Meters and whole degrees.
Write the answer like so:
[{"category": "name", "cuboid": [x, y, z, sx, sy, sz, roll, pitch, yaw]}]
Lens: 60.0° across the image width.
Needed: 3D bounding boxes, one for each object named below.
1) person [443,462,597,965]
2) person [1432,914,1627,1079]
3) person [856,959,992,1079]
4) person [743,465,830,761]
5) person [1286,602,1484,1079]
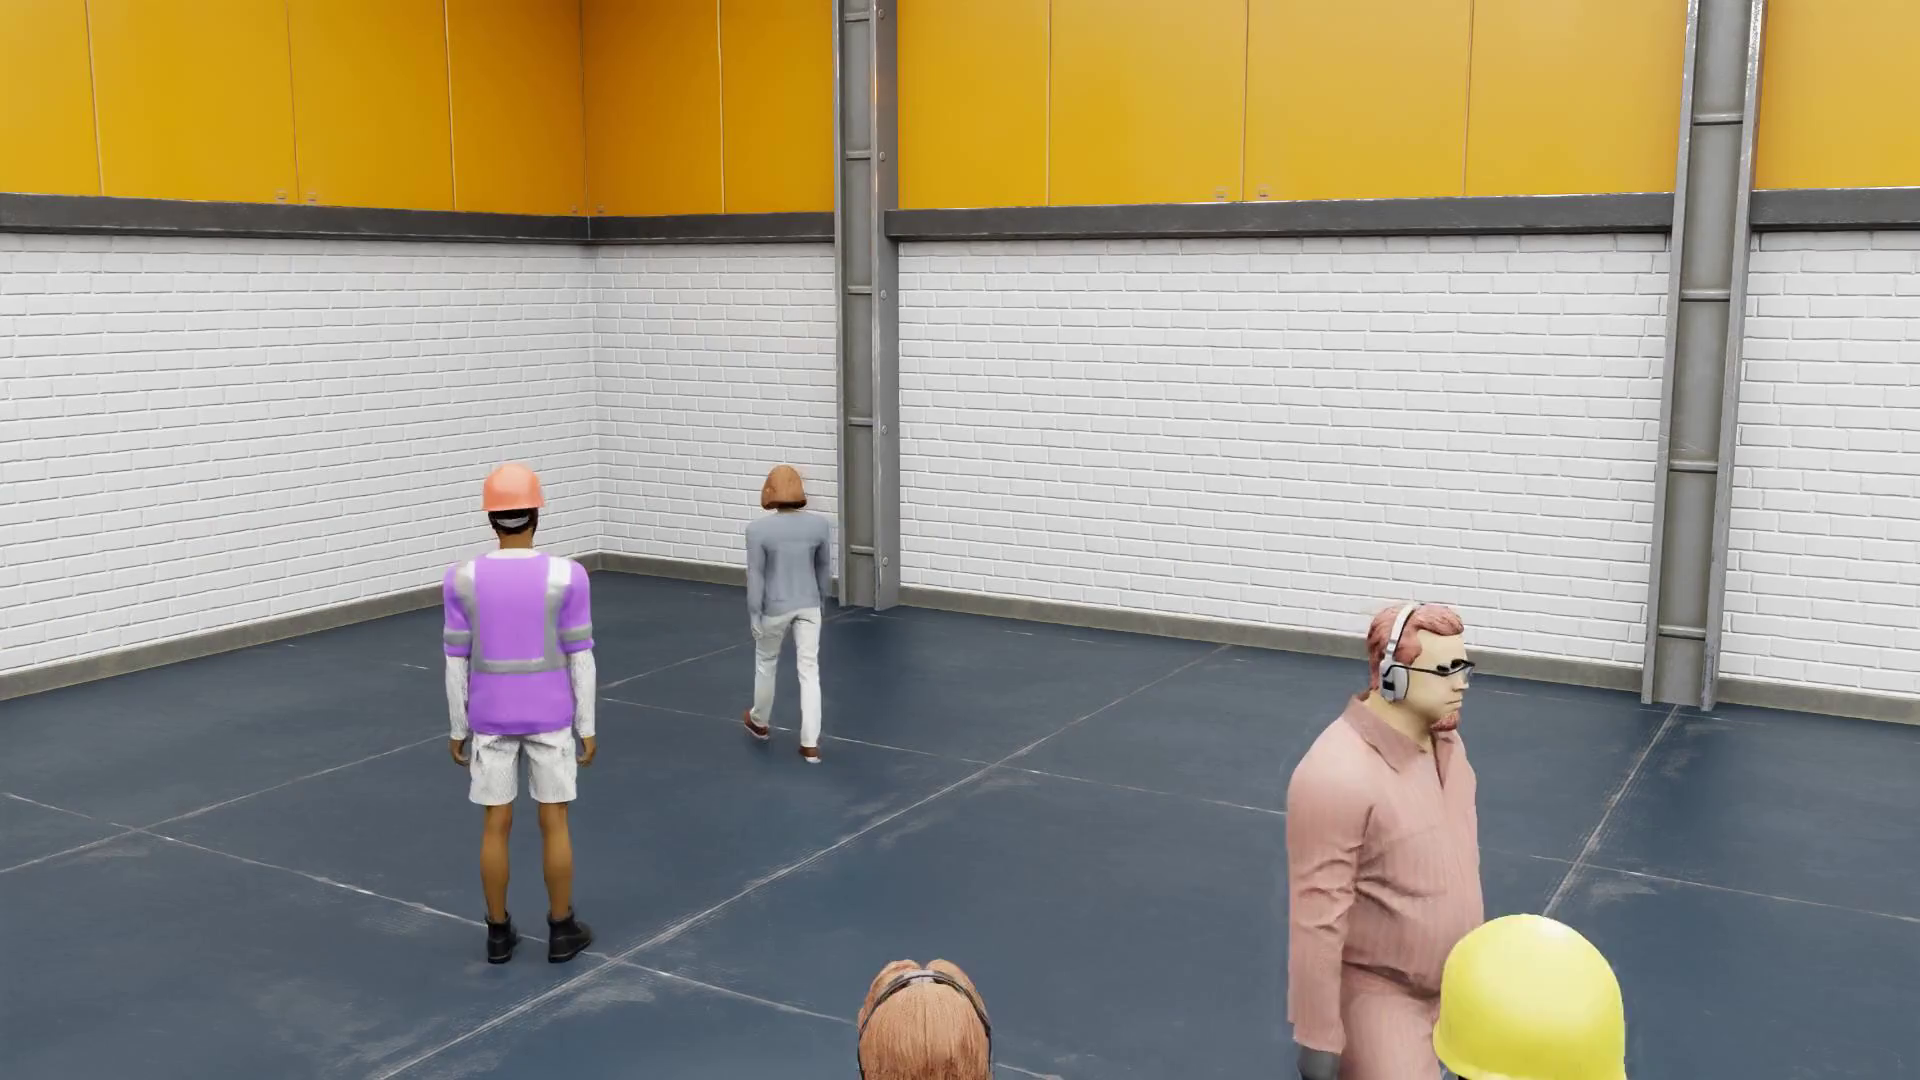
[{"category": "person", "cuboid": [-1.673, 0.670, 6.368, 0.570, 1.934, 0.369, -1, 9, -6]}, {"category": "person", "cuboid": [0.674, 1.396, 1.997, 0.598, 1.894, 0.887, 1, 9, 5]}, {"category": "person", "cuboid": [-0.039, 1.446, 2.486, 0.529, 1.620, 0.623, 0, 9, -3]}, {"category": "person", "cuboid": [-0.977, 0.380, 9.232, 0.512, 1.600, 0.816, -4, 10, -23]}, {"category": "person", "cuboid": [1.074, 1.082, 3.911, 0.508, 1.892, 0.672, 7, 12, 39]}]
